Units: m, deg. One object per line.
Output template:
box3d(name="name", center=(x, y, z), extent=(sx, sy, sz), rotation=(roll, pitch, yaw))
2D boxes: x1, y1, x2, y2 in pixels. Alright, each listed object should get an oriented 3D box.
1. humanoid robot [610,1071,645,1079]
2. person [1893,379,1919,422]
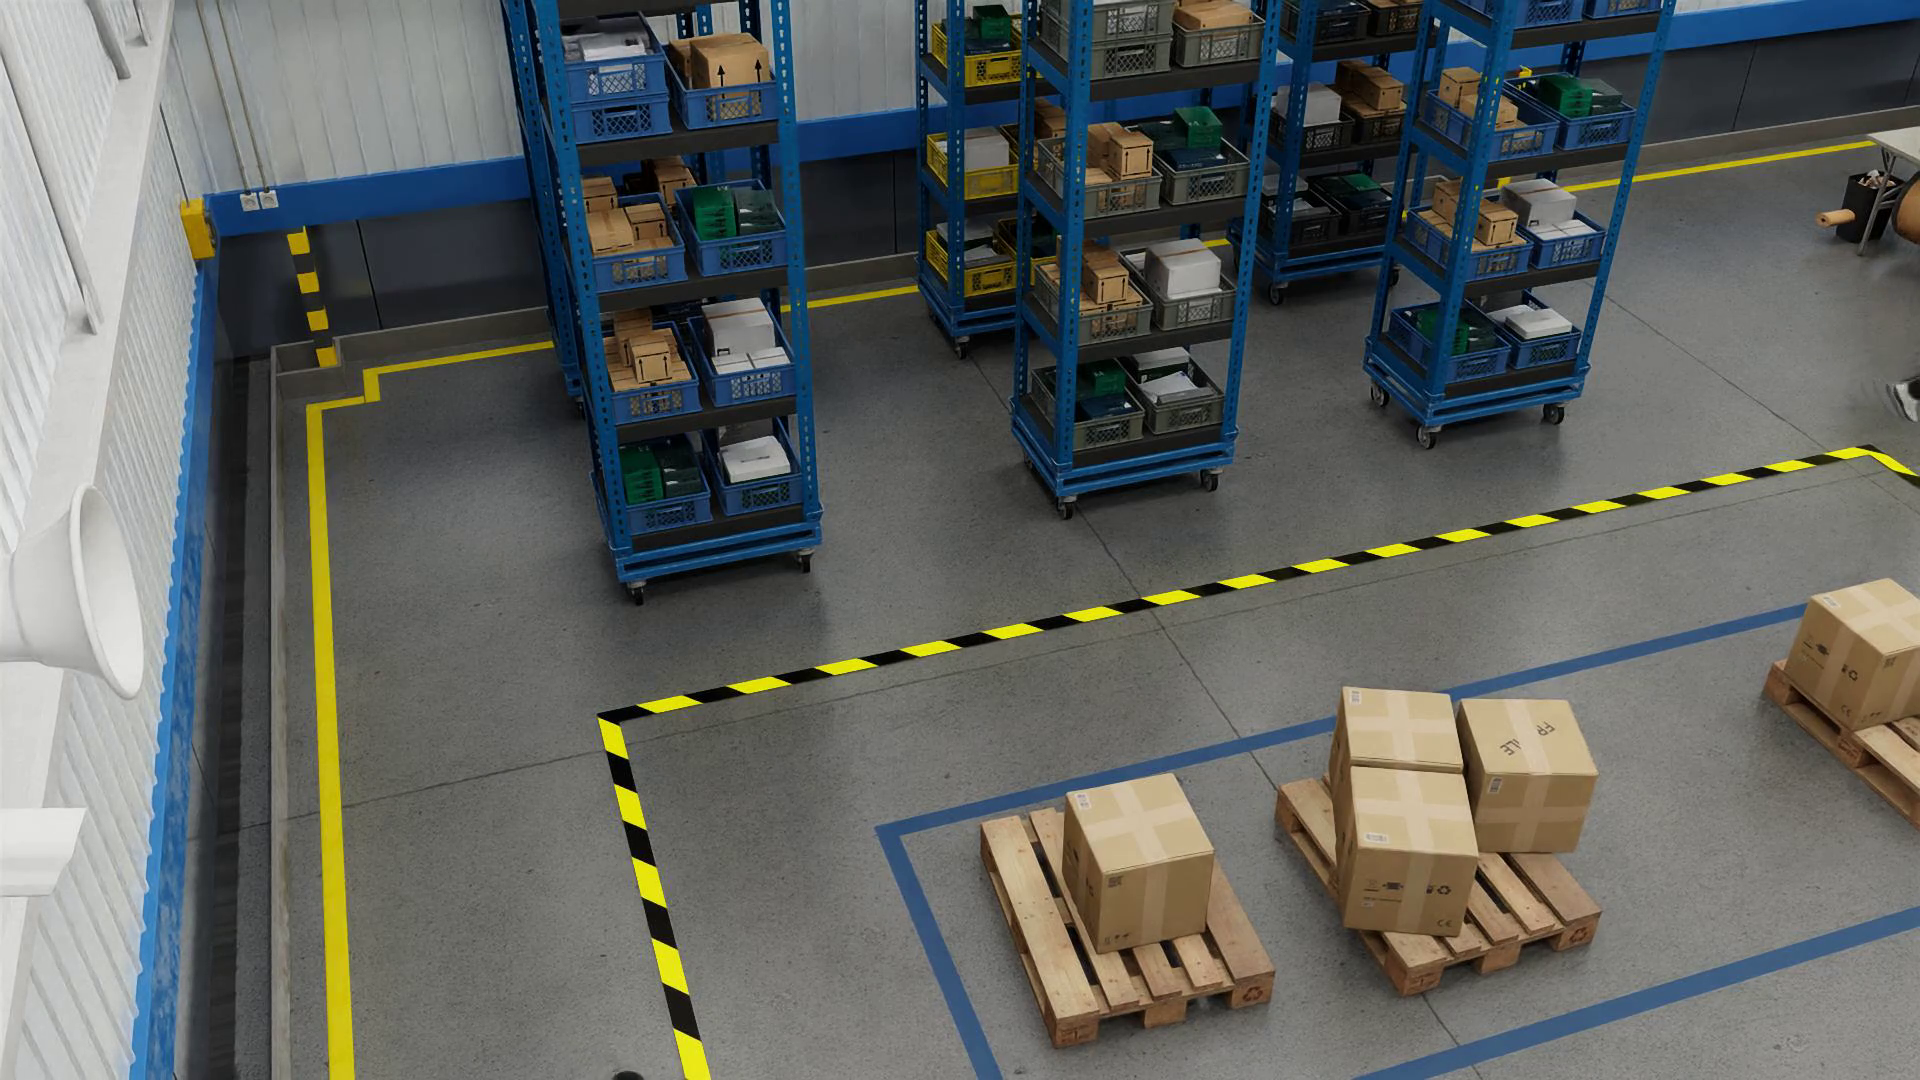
box3d(name="humanoid robot", center=(-1.044, 2.309, 5.598), extent=(0.613, 1.627, 0.767), rotation=(-19, 39, -25))
box3d(name="person", center=(6.513, -1.346, 10.619), extent=(0.608, 1.822, 0.697), rotation=(-27, 43, -32))
